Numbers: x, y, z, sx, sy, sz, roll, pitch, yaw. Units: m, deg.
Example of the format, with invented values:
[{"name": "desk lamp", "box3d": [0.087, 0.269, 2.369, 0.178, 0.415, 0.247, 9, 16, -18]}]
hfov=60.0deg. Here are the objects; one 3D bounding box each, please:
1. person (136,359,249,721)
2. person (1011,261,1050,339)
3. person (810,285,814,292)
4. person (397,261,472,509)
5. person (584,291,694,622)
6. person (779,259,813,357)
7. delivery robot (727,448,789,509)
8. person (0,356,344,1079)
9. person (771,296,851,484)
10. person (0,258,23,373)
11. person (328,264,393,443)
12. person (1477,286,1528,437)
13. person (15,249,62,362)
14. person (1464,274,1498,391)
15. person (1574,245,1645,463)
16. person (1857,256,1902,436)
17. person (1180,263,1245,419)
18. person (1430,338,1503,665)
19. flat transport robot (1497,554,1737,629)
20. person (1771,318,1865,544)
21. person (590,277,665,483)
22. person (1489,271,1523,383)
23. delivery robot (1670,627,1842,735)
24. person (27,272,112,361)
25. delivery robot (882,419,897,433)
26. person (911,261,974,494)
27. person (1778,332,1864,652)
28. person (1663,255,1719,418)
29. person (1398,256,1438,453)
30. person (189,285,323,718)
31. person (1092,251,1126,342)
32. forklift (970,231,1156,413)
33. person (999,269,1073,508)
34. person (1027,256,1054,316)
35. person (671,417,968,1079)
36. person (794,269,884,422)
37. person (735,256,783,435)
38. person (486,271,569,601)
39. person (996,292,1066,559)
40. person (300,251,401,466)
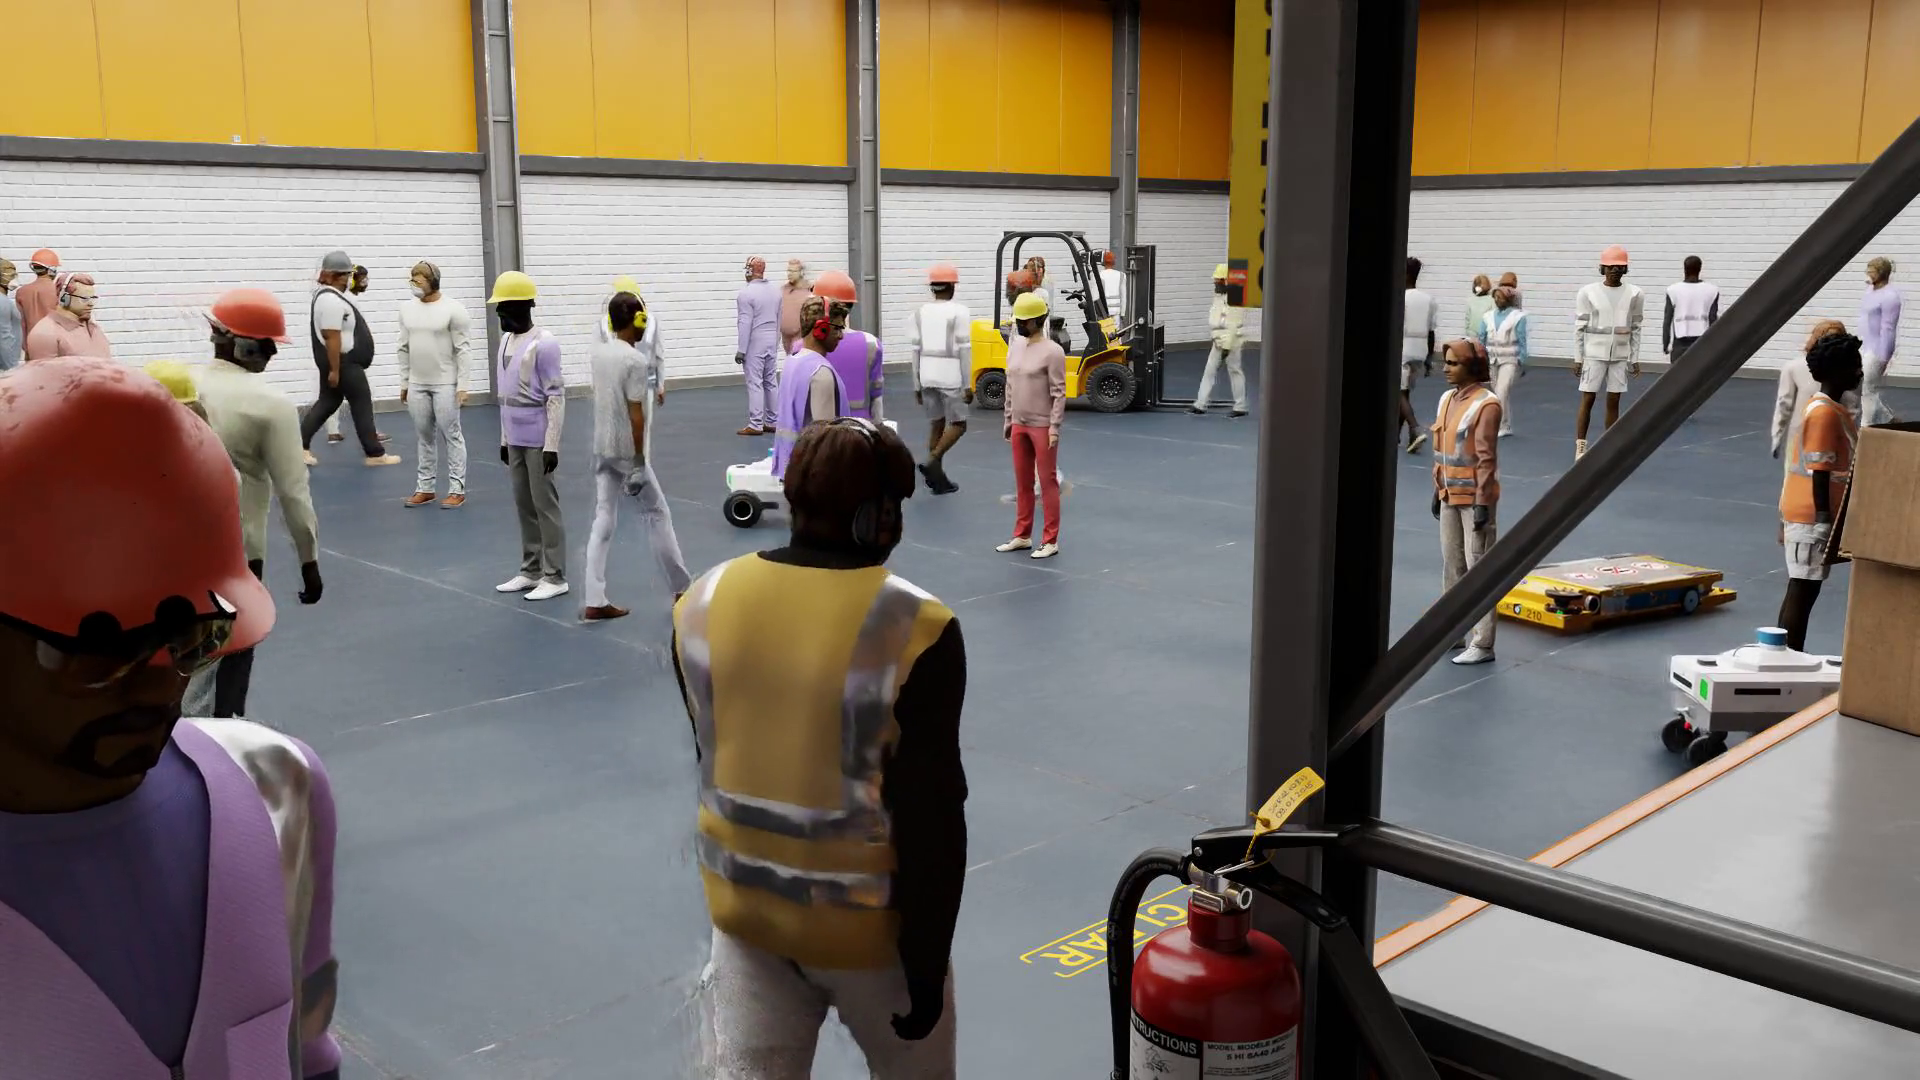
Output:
[{"name": "person", "box3d": [-2.681, 0.214, 5.831, 0.487, 1.718, 0.745, 4, 11, 18]}, {"name": "person", "box3d": [0.814, -2.246, 18.937, 0.507, 1.842, 0.351, 9, 13, 39]}, {"name": "person", "box3d": [-1.256, -1.579, 15.733, 0.324, 1.691, 0.537, -6, 12, -30]}, {"name": "person", "box3d": [-4.112, -1.206, 13.016, 0.627, 1.935, 0.371, 3, 11, 17]}, {"name": "person", "box3d": [-1.790, -0.470, 9.350, 0.483, 1.814, 0.913, 8, 13, 38]}, {"name": "person", "box3d": [-1.905, -2.389, 19.684, 0.642, 1.863, 0.991, 9, 14, 41]}, {"name": "delivery robot", "box3d": [-1.364, -0.440, 12.341, 0.707, 0.478, 0.477, 0, 10, -2]}, {"name": "person", "box3d": [-0.748, 0.853, 1.514, 0.391, 2.034, 0.605, 5, 12, 27]}, {"name": "person", "box3d": [-0.721, -0.275, 8.194, 0.389, 1.838, 0.563, -5, 11, -24]}, {"name": "person", "box3d": [-8.288, -1.471, 14.451, 0.379, 1.937, 0.629, -8, 13, -36]}, {"name": "person", "box3d": [-6.216, -1.900, 17.087, 0.641, 1.829, 0.585, -6, 12, -31]}, {"name": "person", "box3d": [5.618, -1.845, 17.416, 0.849, 1.594, 0.546, -8, 13, -37]}, {"name": "person", "box3d": [-9.206, -1.941, 16.856, 0.612, 1.994, 0.395, 1, 10, 4]}, {"name": "person", "box3d": [7.012, -2.759, 22.337, 0.502, 1.612, 0.682, 8, 13, 36]}, {"name": "person", "box3d": [6.038, -1.716, 15.493, 0.609, 2.043, 0.397, 1, 10, 6]}, {"name": "person", "box3d": [9.167, -1.864, 16.624, 0.494, 1.925, 0.657, 1, 10, 8]}, {"name": "person", "box3d": [2.954, -2.278, 19.210, 0.846, 1.796, 0.626, -3, 11, -14]}, {"name": "person", "box3d": [2.536, -0.198, 8.352, 0.318, 1.630, 0.512, -3, 11, -14]}, {"name": "flat transport robot", "box3d": [3.683, 0.275, 9.472, 1.431, 0.197, 0.652, -6, 12, -29]}, {"name": "person", "box3d": [5.679, -0.676, 11.053, 0.516, 1.607, 0.745, 5, 11, 24]}, {"name": "person", "box3d": [-2.805, -1.325, 14.069, 0.612, 1.791, 0.933, -2, 11, -11]}, {"name": "person", "box3d": [7.939, -3.076, 24.090, 0.665, 1.610, 0.496, -6, 12, -31]}, {"name": "delivery robot", "box3d": [3.255, 0.595, 6.696, 0.707, 0.478, 0.477, 0, 10, 1]}, {"name": "person", "box3d": [-5.528, -0.730, 10.509, 0.409, 1.903, 0.639, 1, 10, 3]}, {"name": "delivery robot", "box3d": [-0.925, -0.970, 15.230, 0.707, 0.478, 0.477, -9, 14, -40]}, {"name": "person", "box3d": [-0.167, -1.303, 13.569, 0.578, 1.922, 0.599, 7, 12, 32]}, {"name": "person", "box3d": [3.940, -0.101, 7.628, 0.320, 1.698, 0.531, 5, 12, 25]}, {"name": "person", "box3d": [8.482, -2.346, 19.313, 0.589, 1.907, 0.636, 2, 11, 12]}, {"name": "person", "box3d": [4.444, -1.842, 16.487, 0.615, 1.935, 0.922, -4, 11, -21]}, {"name": "person", "box3d": [-2.695, 0.045, 6.153, 0.644, 1.942, 0.699, 4, 11, 21]}, {"name": "person", "box3d": [2.284, -3.494, 25.627, 0.584, 1.881, 0.337, -4, 11, -20]}, {"name": "forklift", "box3d": [1.222, -2.721, 20.561, 2.313, 2.155, 1.214, 2, 11, 13]}, {"name": "person", "box3d": [0.600, -1.167, 12.980, 0.595, 1.871, 0.630, 2, 11, 11]}, {"name": "person", "box3d": [1.092, -3.050, 23.335, 0.429, 1.836, 0.632, -3, 11, -15]}, {"name": "person", "box3d": [-0.208, 0.664, 3.166, 0.638, 1.798, 0.890, 5, 11, 24]}, {"name": "person", "box3d": [-0.700, -0.553, 9.427, 0.551, 1.940, 0.349, -6, 12, -31]}, {"name": "person", "box3d": [-2.183, -2.074, 17.816, 0.407, 1.910, 0.639, 6, 12, 32]}, {"name": "person", "box3d": [-2.546, -0.606, 9.760, 0.383, 1.924, 0.594, -10, 14, -42]}, {"name": "person", "box3d": [0.474, -0.757, 11.045, 0.328, 1.760, 0.524, -9, 14, -40]}, {"name": "person", "box3d": [-5.779, -1.683, 15.319, 0.977, 2.000, 0.678, -5, 12, -27]}]
